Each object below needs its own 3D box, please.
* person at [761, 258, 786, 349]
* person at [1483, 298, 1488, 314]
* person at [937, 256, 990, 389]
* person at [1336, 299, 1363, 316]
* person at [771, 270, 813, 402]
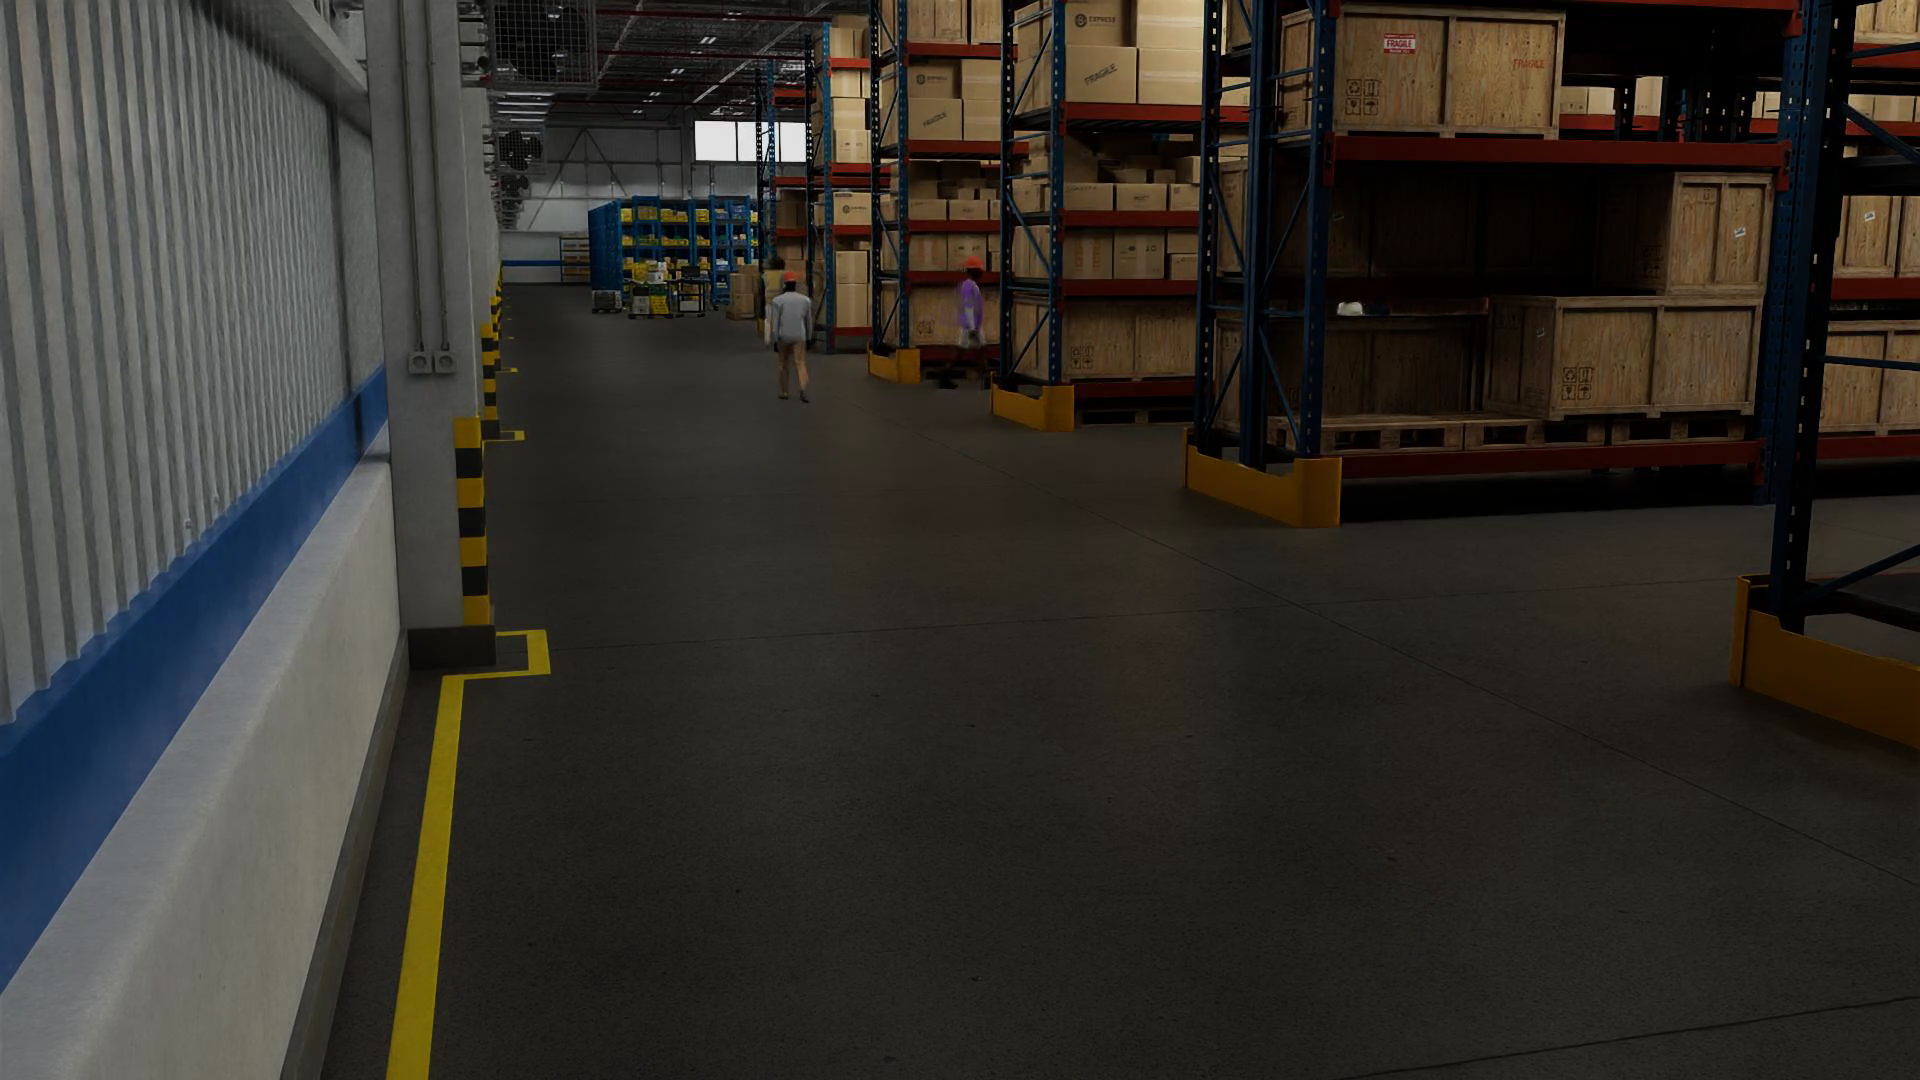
[{"bbox_3d":[-3.632,-4.671,32.938,0.696,1.790,0.941,3,10,17],"label":"person"},{"bbox_3d":[5.384,-1.822,16.568,0.903,1.869,0.650,0,10,-2],"label":"person"},{"bbox_3d":[0.121,-3.065,23.527,0.950,1.901,0.552,3,10,14],"label":"person"},{"bbox_3d":[4.088,-1.986,17.787,0.449,1.751,0.546,-2,10,-11],"label":"person"},{"bbox_3d":[-2.181,-2.663,21.737,0.569,1.723,0.772,-4,11,-22],"label":"person"}]
